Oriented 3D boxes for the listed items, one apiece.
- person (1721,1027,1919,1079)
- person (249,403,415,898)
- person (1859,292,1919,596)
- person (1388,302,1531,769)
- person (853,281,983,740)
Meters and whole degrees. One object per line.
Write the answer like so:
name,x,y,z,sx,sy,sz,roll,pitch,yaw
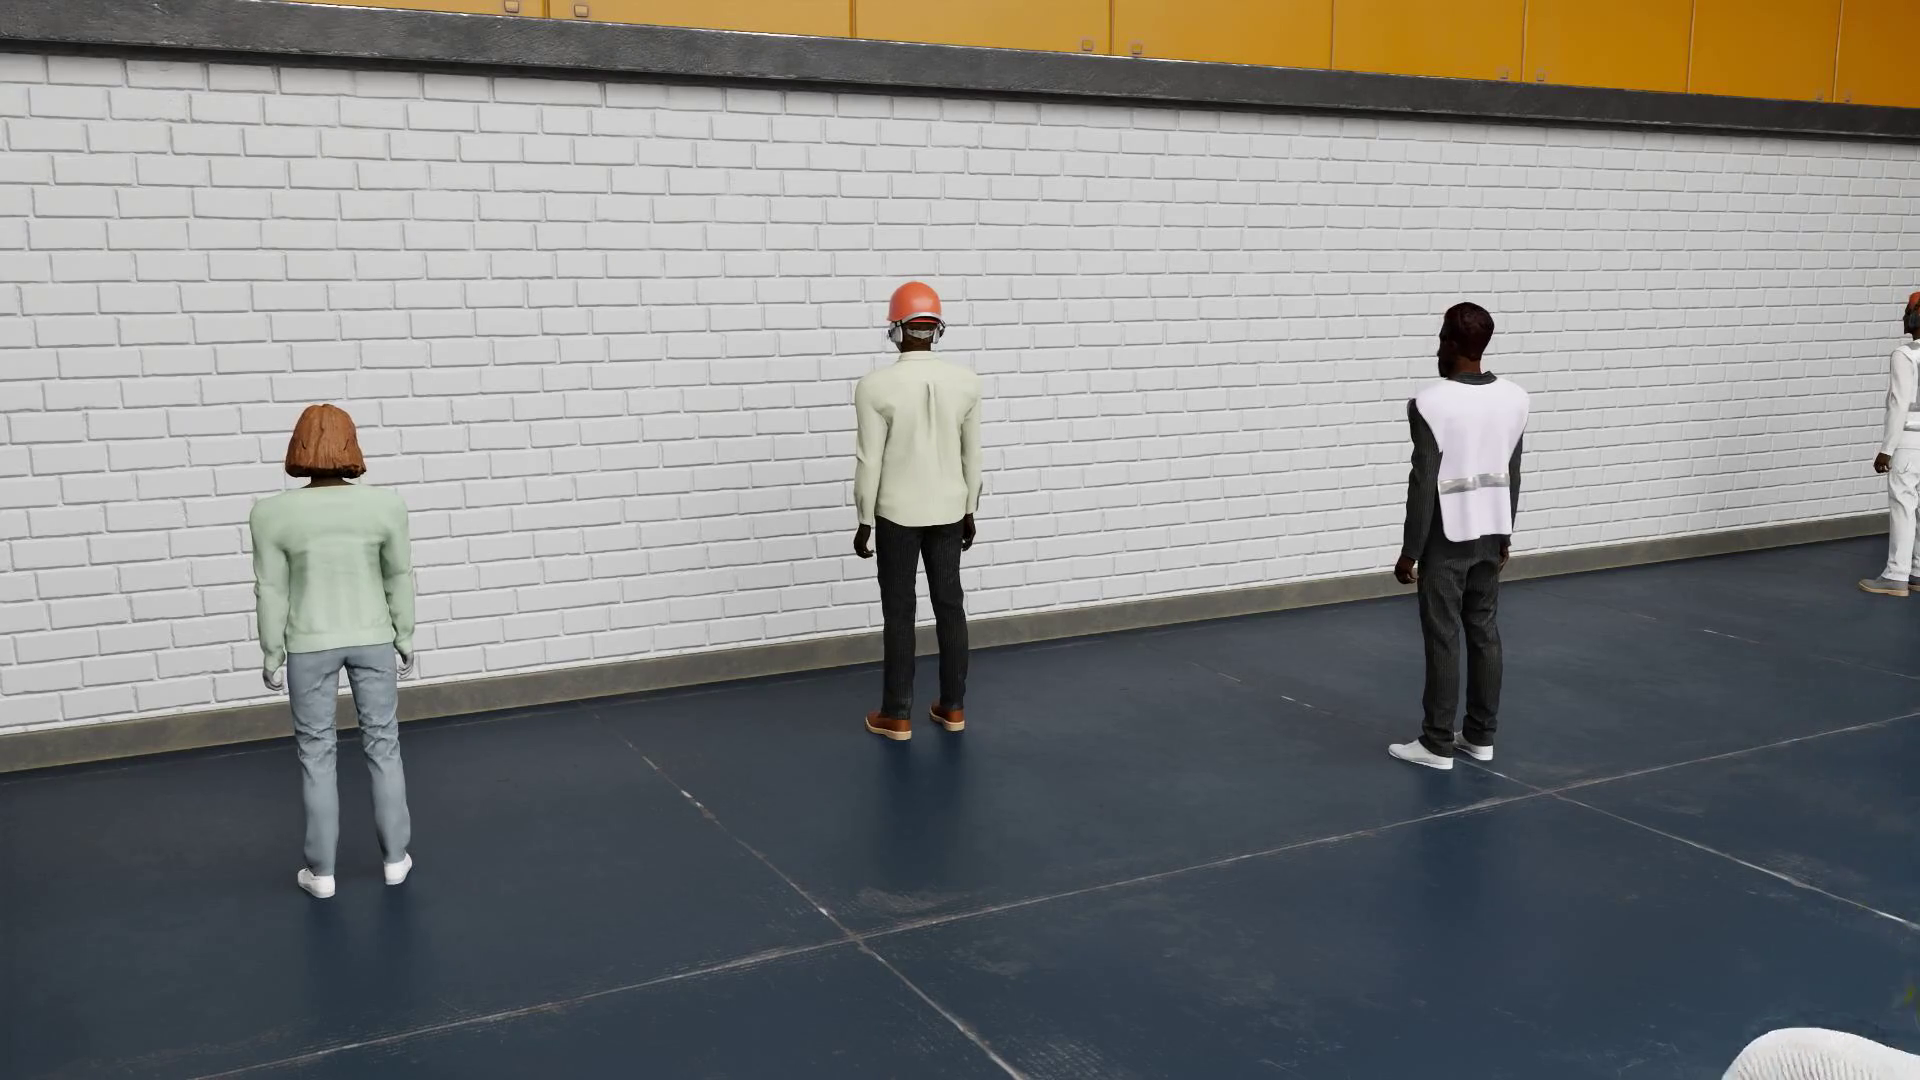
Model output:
person,0.662,1.016,1.228,0.685,1.812,0.607,-8,13,-38
person,-2.056,0.366,5.506,0.500,1.633,0.281,-5,11,-28
person,5.904,-0.593,10.307,0.574,1.885,0.356,-5,11,-28
person,2.060,-0.011,6.850,0.591,1.922,0.392,-5,11,-28
person,-0.188,-0.122,7.281,0.611,1.995,0.381,-5,11,-28
